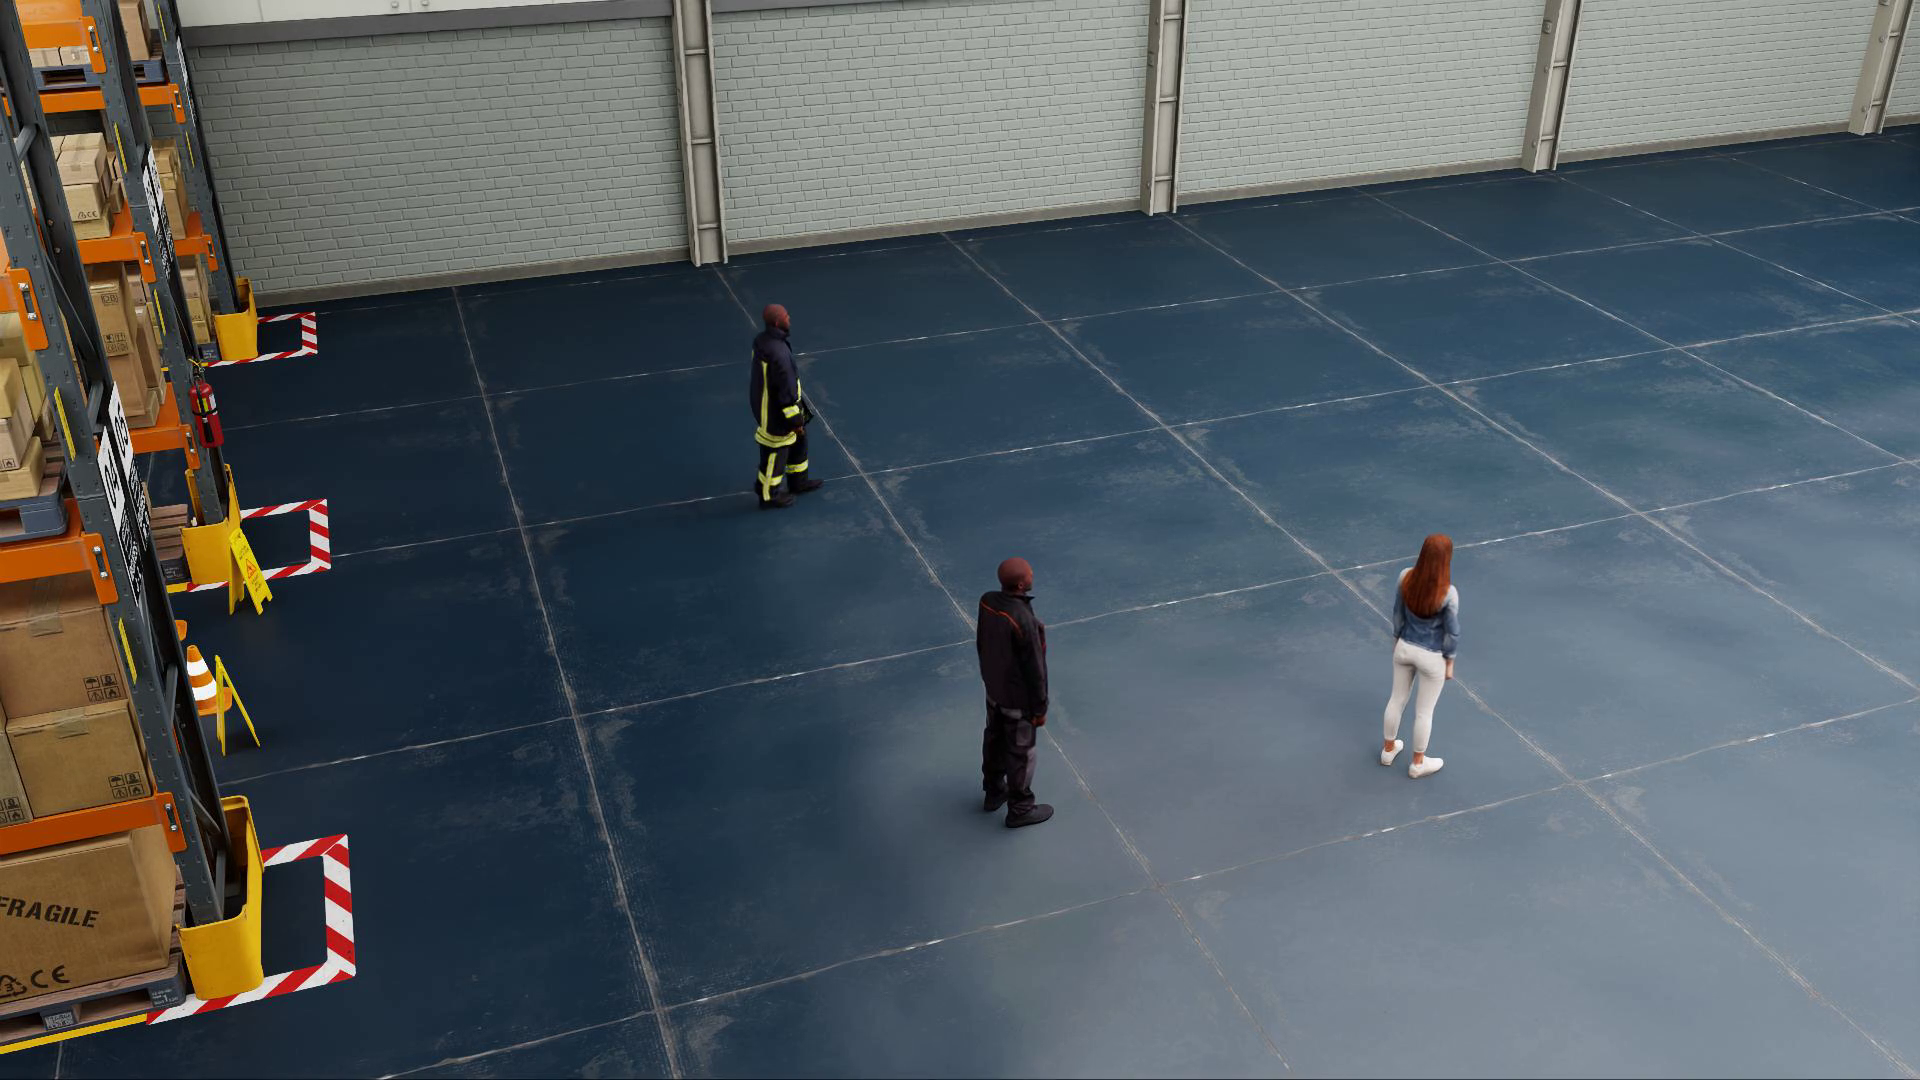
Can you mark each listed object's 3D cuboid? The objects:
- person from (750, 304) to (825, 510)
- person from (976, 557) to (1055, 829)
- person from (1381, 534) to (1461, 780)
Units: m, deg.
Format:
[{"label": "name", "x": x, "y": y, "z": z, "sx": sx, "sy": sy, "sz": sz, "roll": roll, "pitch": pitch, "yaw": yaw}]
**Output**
[{"label": "person", "x": -1.611, "y": -1.102, "z": 13.906, "sx": 0.848, "sy": 1.808, "sz": 0.738, "roll": -9, "pitch": 29, "yaw": -17}, {"label": "person", "x": 0.308, "y": 0.905, "z": 10.120, "sx": 0.730, "sy": 1.825, "sz": 0.779, "roll": -21, "pitch": 34, "yaw": -34}, {"label": "person", "x": 2.924, "y": 0.732, "z": 10.573, "sx": 0.664, "sy": 1.703, "sz": 0.682, "roll": -25, "pitch": 37, "yaw": -38}]
